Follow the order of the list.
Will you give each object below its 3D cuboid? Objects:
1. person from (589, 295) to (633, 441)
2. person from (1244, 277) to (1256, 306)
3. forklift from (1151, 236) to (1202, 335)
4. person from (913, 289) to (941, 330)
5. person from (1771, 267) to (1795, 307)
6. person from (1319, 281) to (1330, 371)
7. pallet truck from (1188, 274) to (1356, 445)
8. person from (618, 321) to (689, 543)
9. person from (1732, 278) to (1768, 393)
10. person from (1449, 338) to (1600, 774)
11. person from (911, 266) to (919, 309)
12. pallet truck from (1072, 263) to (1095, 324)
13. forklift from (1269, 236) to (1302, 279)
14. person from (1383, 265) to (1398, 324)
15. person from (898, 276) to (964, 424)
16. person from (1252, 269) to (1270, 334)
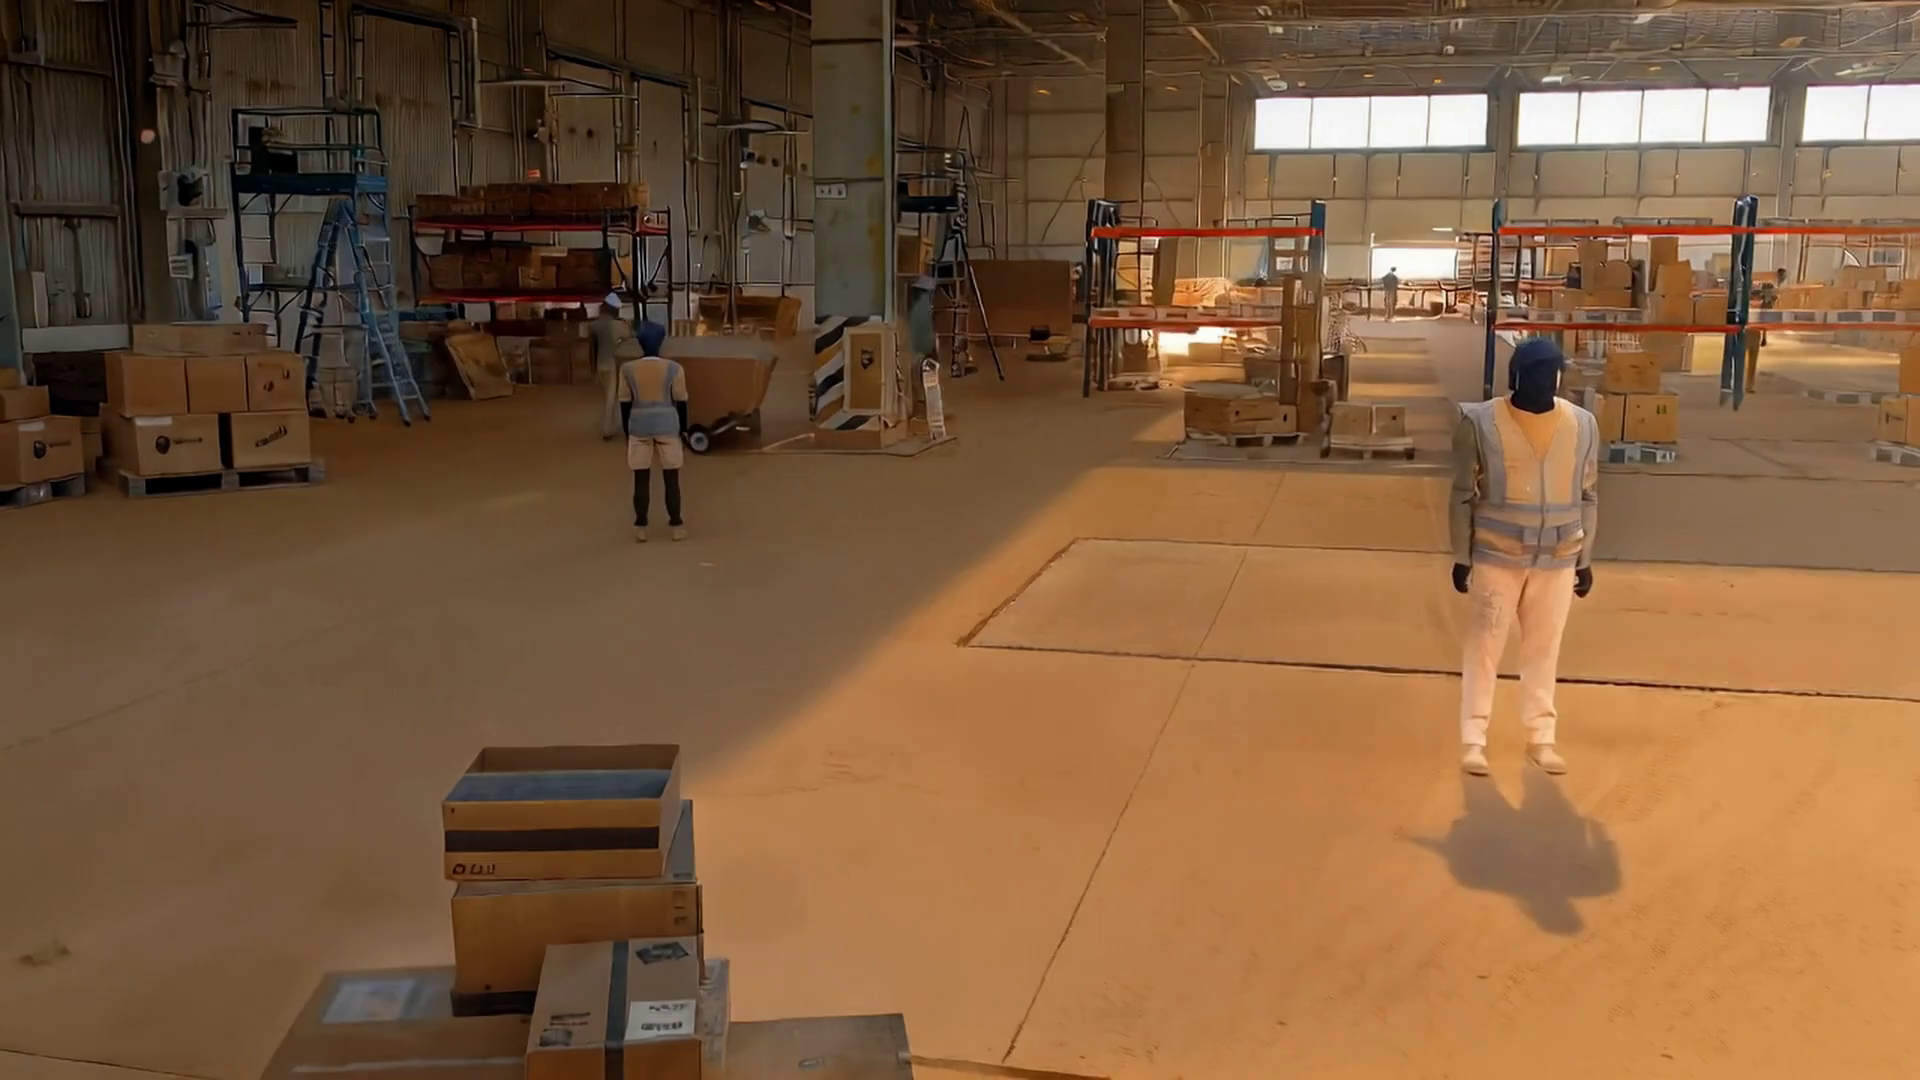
[{"bbox_3d":[-4.145,-2.075,20.019,0.551,1.713,0.911,2,10,13],"label":"person"},{"bbox_3d":[8.860,-7.137,50.192,0.577,1.601,0.706,3,10,16],"label":"person"},{"bbox_3d":[5.866,-7.214,46.878,1.873,2.768,1.129,2,10,14],"label":"forklift"},{"bbox_3d":[-0.667,-4.420,33.462,0.570,1.856,0.853,0,10,2],"label":"person"},{"bbox_3d":[24.809,-7.279,50.137,0.635,1.893,0.772,4,10,22],"label":"person"},{"bbox_3d":[6.917,-4.097,31.904,0.483,1.737,0.320,-5,11,-26],"label":"person"},{"bbox_3d":[3.653,-2.138,19.590,1.885,1.965,0.823,-4,10,-20],"label":"pallet truck"},{"bbox_3d":[-2.324,-0.816,12.687,0.531,1.697,0.320,0,10,2],"label":"person"},{"bbox_3d":[12.707,-3.277,26.742,0.505,1.845,0.346,0,10,1],"label":"person"},{"bbox_3d":[2.378,0.074,7.017,0.626,1.846,0.429,0,10,0],"label":"person"},{"bbox_3d":[-1.294,-7.327,50.357,0.387,1.929,0.549,3,10,20],"label":"person"},{"bbox_3d":[4.325,-8.180,55.162,0.823,1.965,1.885,6,11,31],"label":"pallet truck"},{"bbox_3d":[9.623,-7.643,49.404,1.129,2.768,1.873,-1,10,-3],"label":"forklift"},{"bbox_3d":[14.157,-8.074,54.714,0.352,1.937,0.635,-4,11,-24],"label":"person"},{"bbox_3d":[-0.478,-2.482,21.799,1.016,1.947,0.619,-1,10,-5],"label":"person"},{"bbox_3d":[7.358,-5.678,40.783,1.040,1.888,0.631,9,13,43],"label":"person"}]
